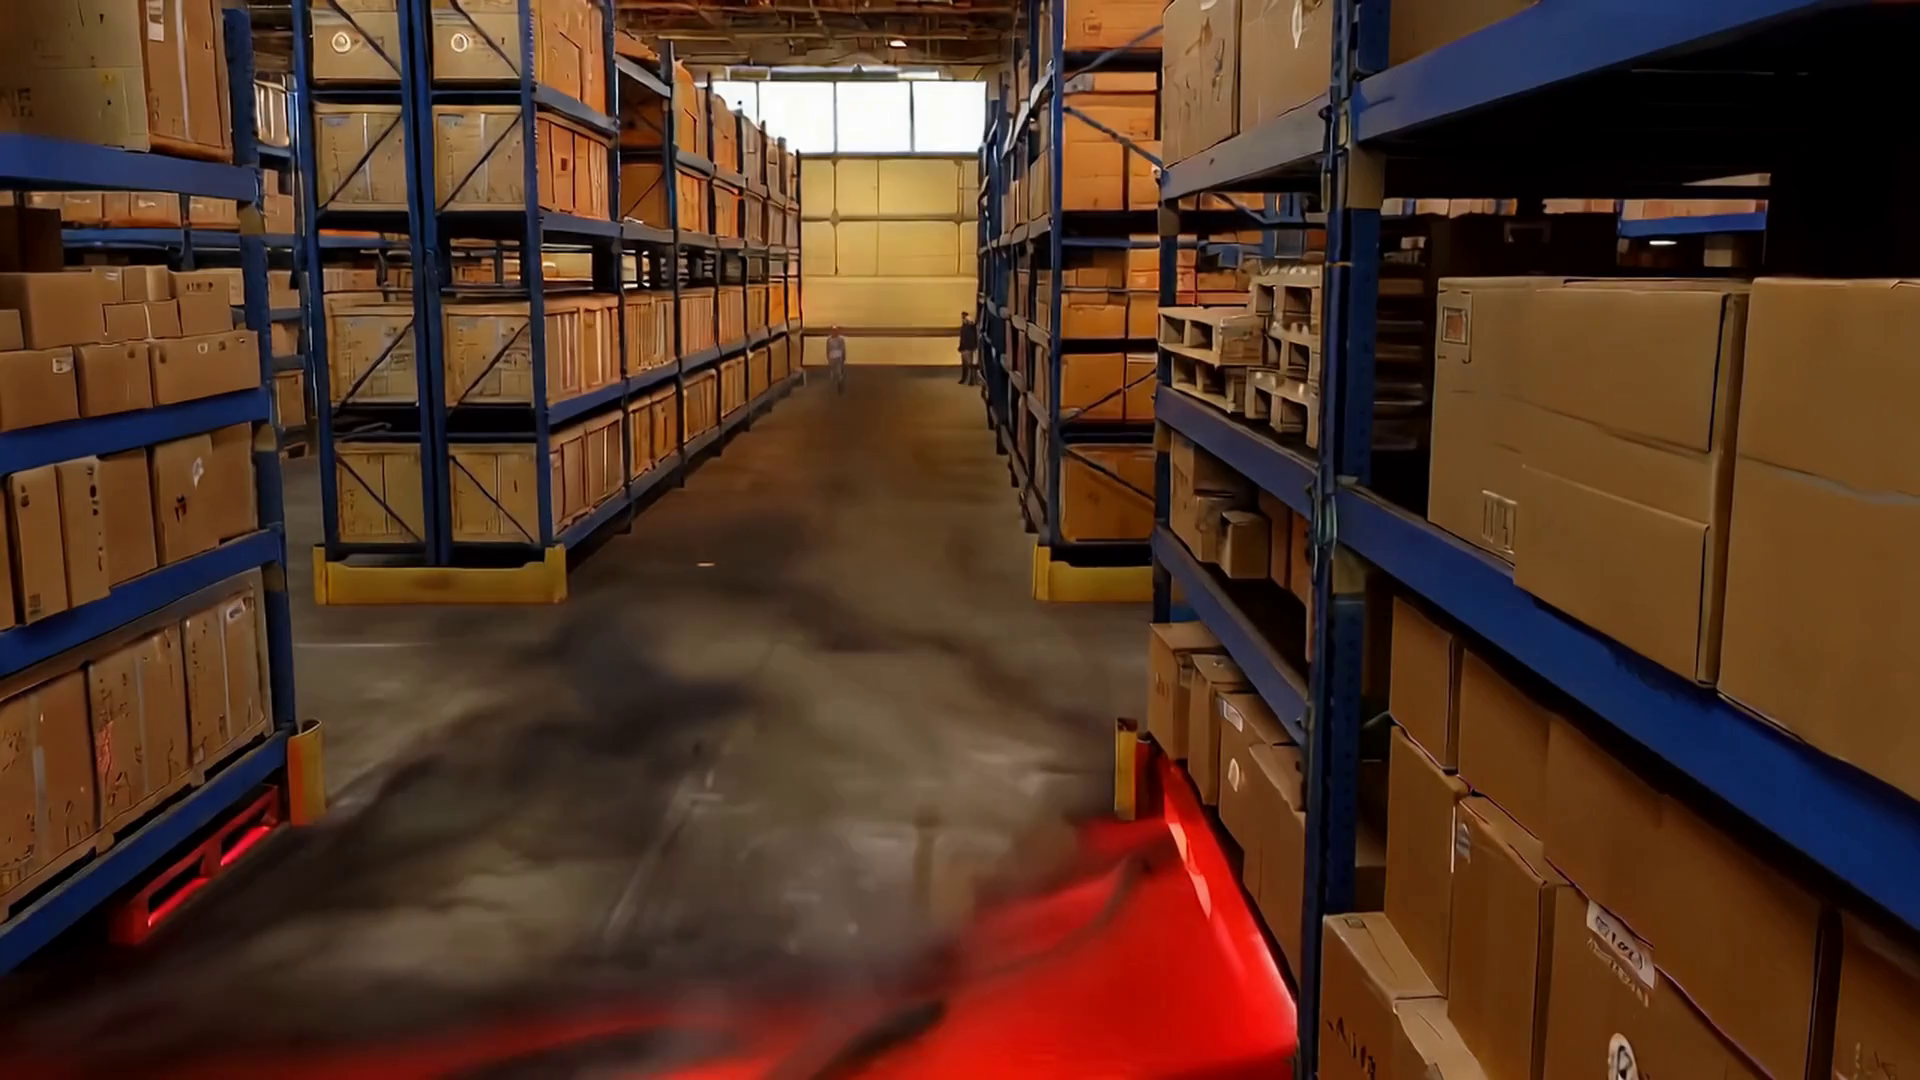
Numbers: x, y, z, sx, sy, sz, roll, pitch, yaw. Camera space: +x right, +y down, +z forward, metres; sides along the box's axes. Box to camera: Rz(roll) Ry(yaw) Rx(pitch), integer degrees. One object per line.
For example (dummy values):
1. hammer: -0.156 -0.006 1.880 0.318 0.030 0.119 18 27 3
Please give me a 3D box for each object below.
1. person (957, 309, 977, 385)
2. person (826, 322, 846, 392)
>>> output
1. person: 0.172 -5.080 43.710 0.397 1.992 0.623 -8 12 -40
2. person: -3.065 -4.525 41.160 0.508 1.701 0.849 -1 9 -4
